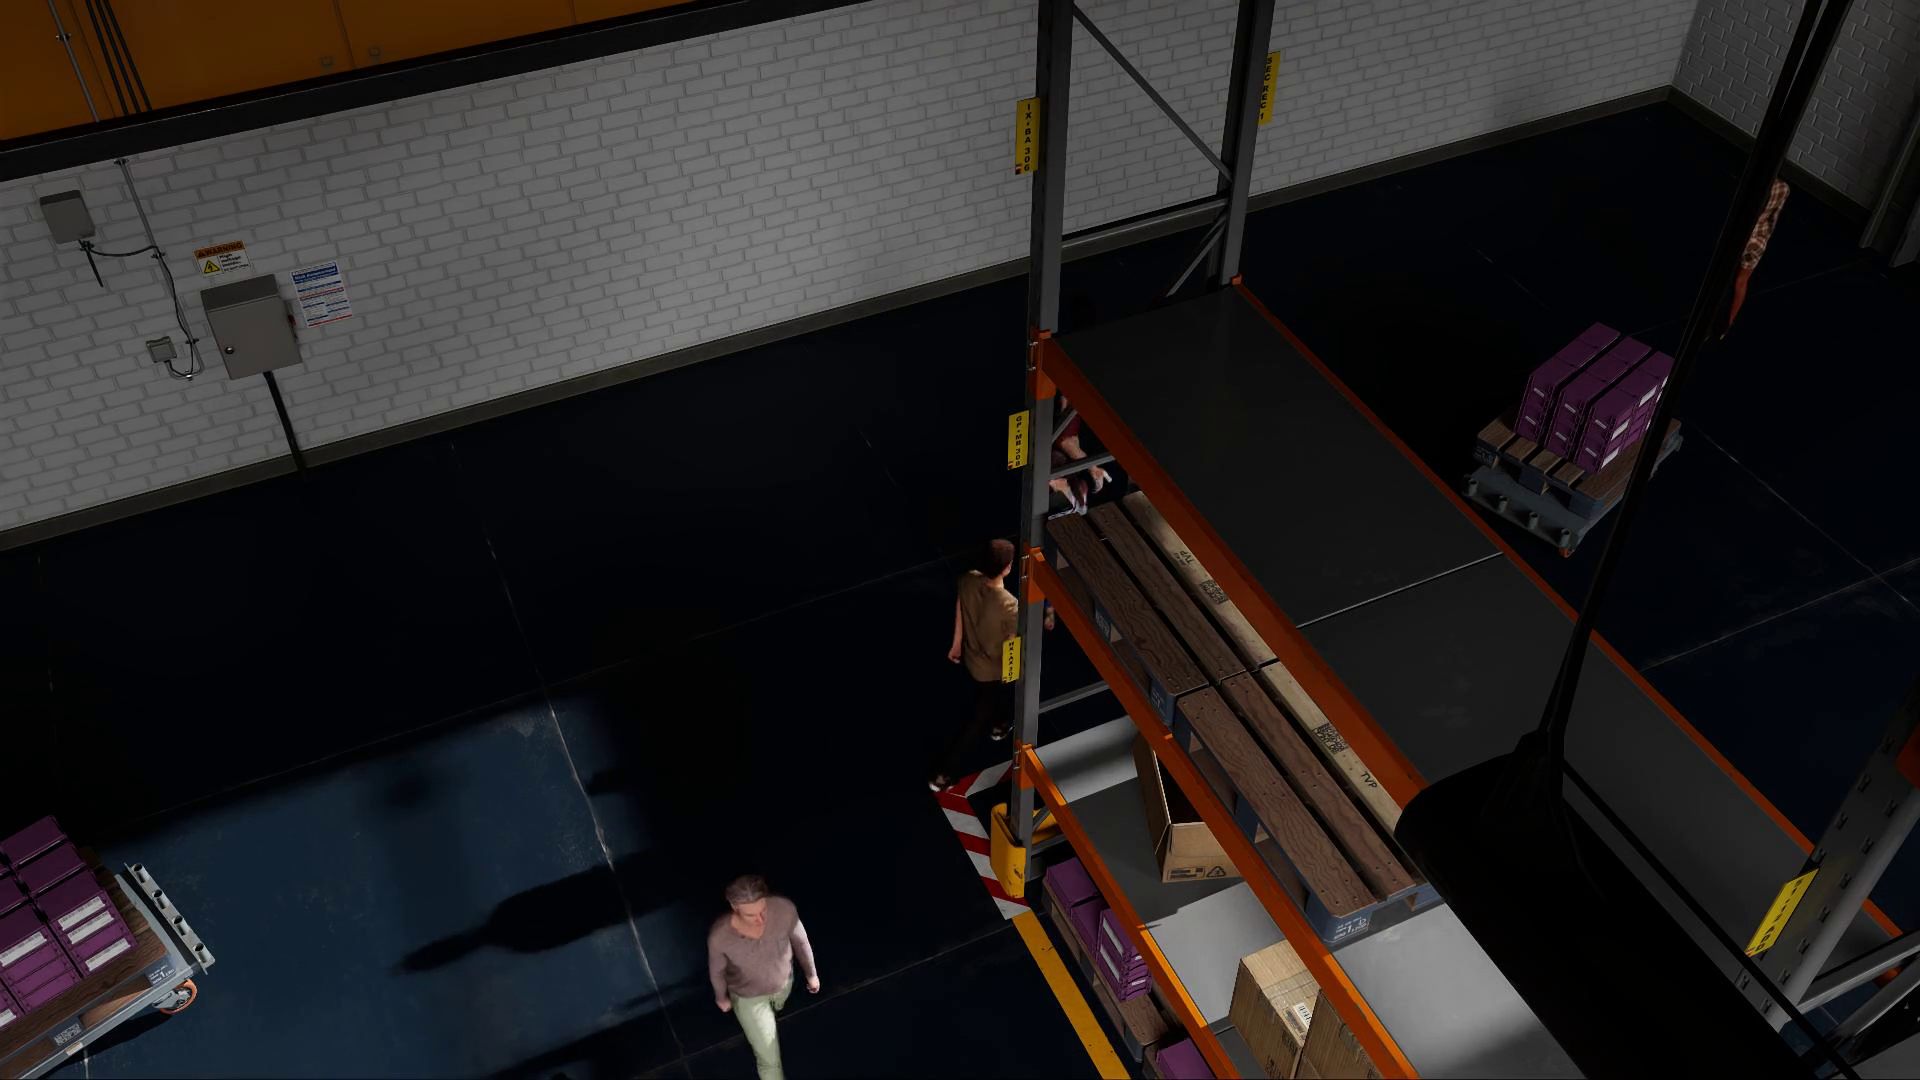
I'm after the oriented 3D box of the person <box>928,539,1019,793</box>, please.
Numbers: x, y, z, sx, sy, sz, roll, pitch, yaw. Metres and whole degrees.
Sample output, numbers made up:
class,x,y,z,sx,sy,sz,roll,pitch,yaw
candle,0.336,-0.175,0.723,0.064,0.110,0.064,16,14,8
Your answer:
class,x,y,z,sx,sy,sz,roll,pitch,yaw
person,0.101,0.782,10.063,0.925,1.820,1.189,-31,52,-29

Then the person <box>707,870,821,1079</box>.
class,x,y,z,sx,sy,sz,roll,pitch,yaw
person,-1.055,2.205,8.547,0.792,1.853,1.267,-24,49,-23

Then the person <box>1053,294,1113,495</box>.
class,x,y,z,sx,sy,sz,roll,pitch,yaw
person,0.885,-0.980,11.973,0.880,1.737,0.803,23,48,22

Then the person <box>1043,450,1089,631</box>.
class,x,y,z,sx,sy,sz,roll,pitch,yaw
person,0.665,-0.028,11.085,0.624,1.584,0.824,34,53,30

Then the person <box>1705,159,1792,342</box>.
class,x,y,z,sx,sy,sz,roll,pitch,yaw
person,6.300,-2.364,13.386,0.663,1.792,0.668,-1,44,-2
